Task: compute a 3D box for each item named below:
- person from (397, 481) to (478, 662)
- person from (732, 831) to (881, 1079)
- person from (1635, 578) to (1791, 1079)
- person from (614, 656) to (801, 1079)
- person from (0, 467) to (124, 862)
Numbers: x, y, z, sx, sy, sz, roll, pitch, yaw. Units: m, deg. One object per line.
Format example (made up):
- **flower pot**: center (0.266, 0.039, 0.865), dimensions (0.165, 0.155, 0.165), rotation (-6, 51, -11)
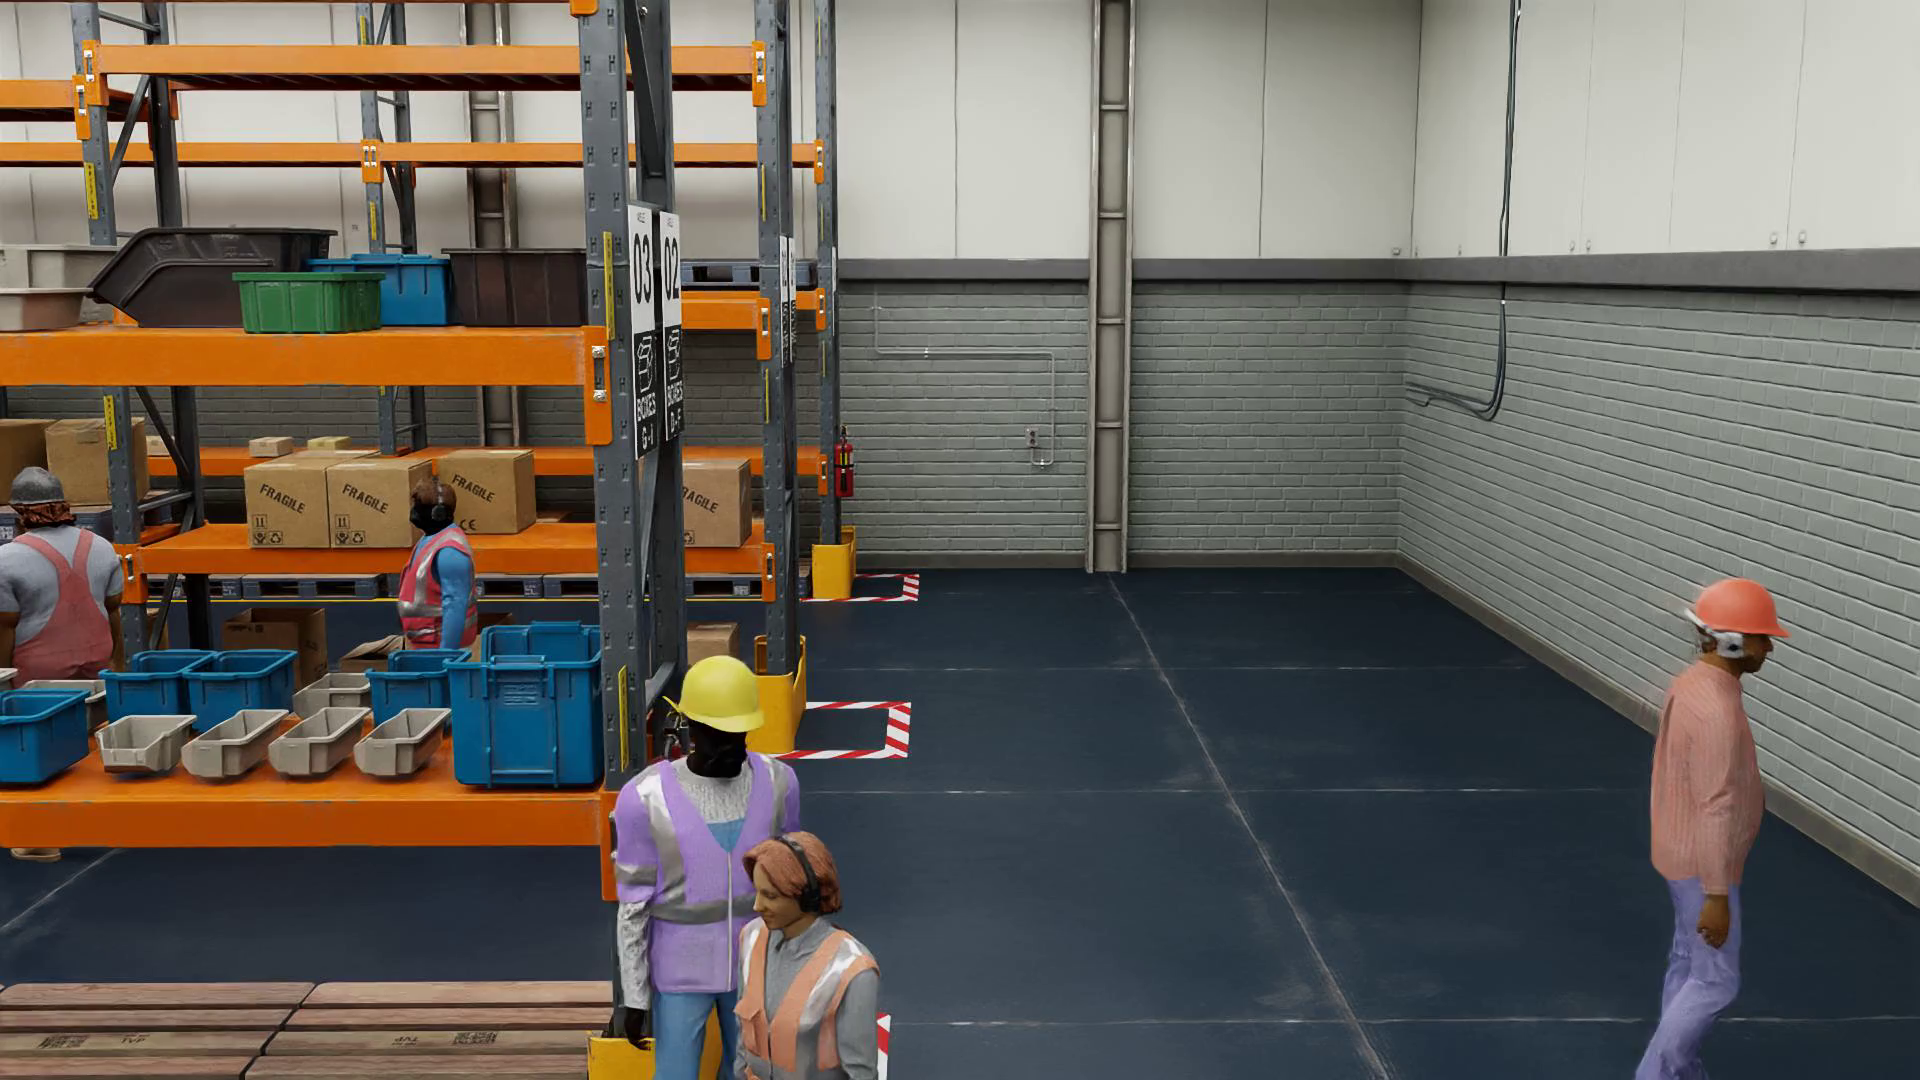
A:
- **person**: center (-2.970, 0.579, 9.477), dimensions (0.429, 1.847, 0.627), rotation (-5, 10, -28)
- **person**: center (-0.389, 1.533, 4.287), dimensions (0.525, 1.631, 0.314), rotation (9, 13, 43)
- **person**: center (2.606, 1.110, 5.791), dimensions (0.403, 1.993, 0.635), rotation (3, 10, 16)
- **person**: center (-0.726, 1.279, 4.985), dimensions (0.598, 1.913, 0.403), rotation (-5, 11, -29)
- **person**: center (-4.712, 0.620, 8.620), dimensions (0.535, 2.000, 0.682), rotation (5, 10, 28)
